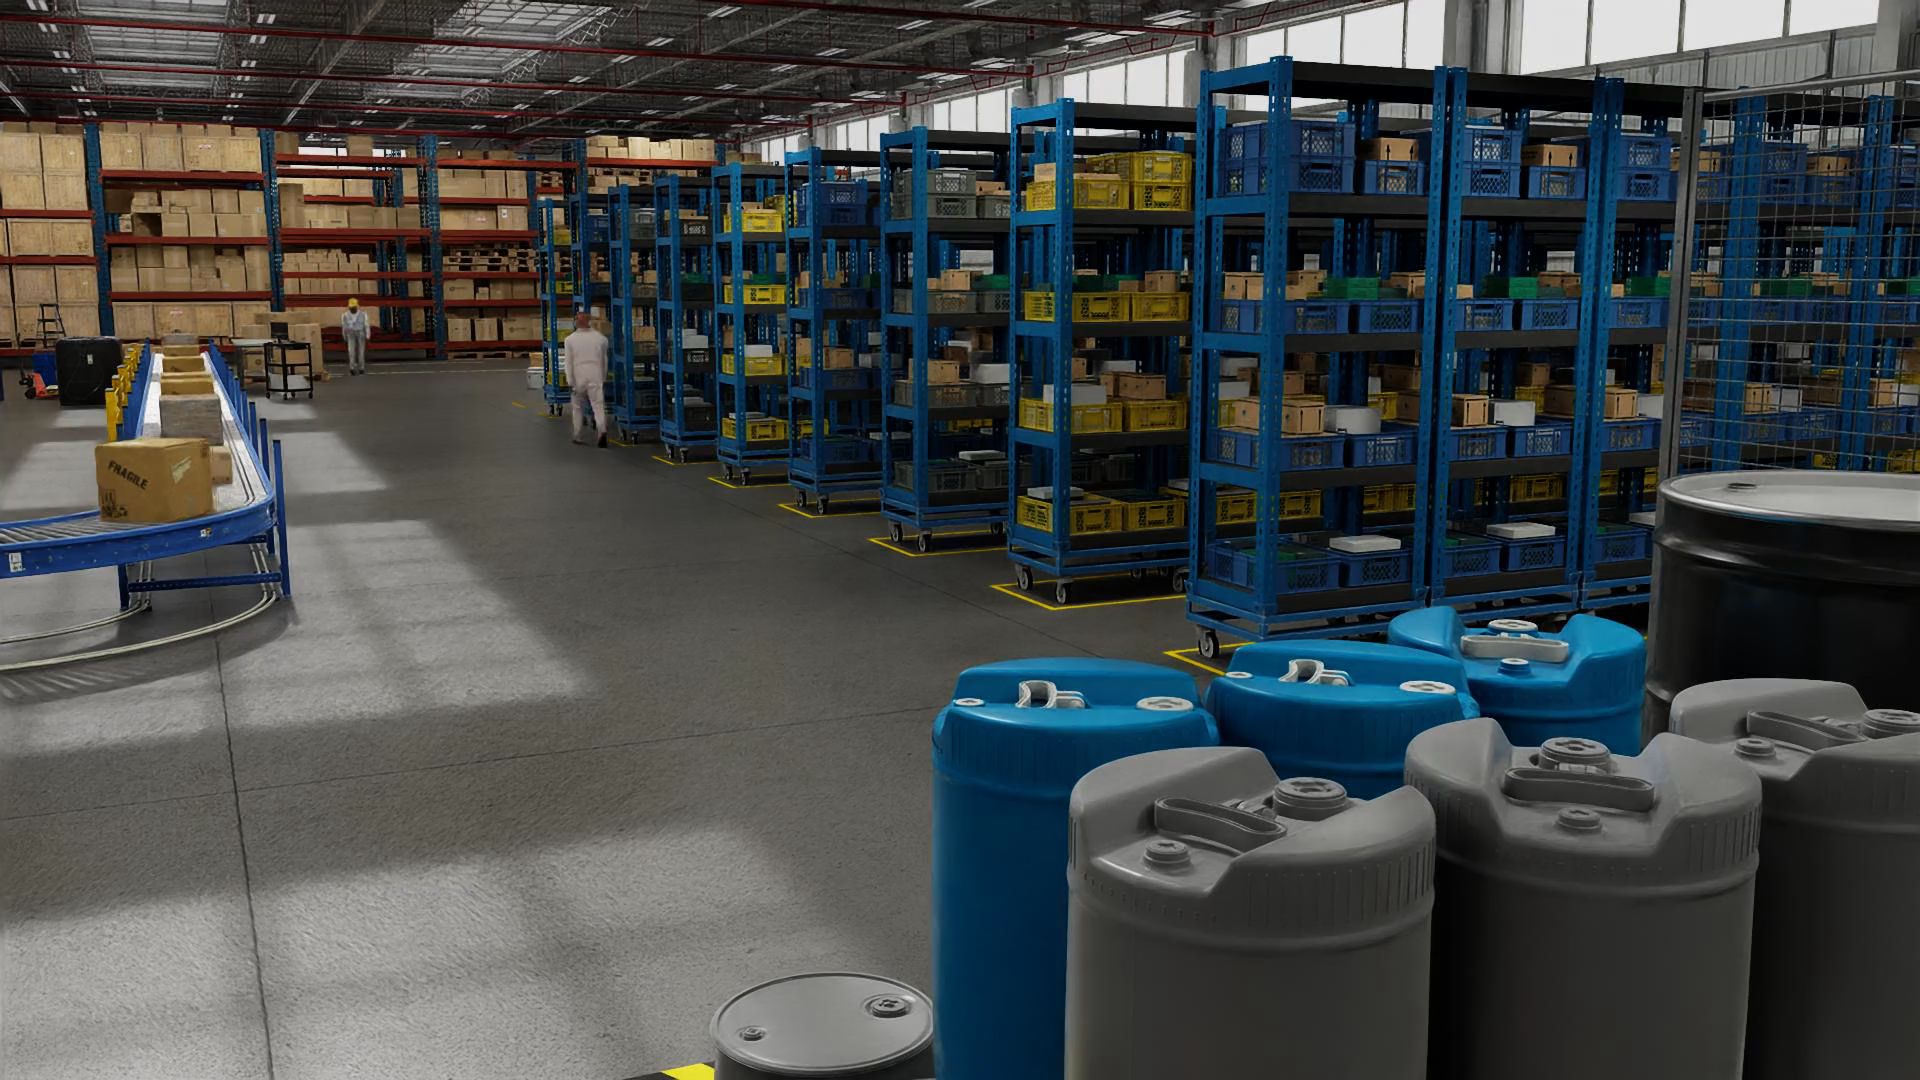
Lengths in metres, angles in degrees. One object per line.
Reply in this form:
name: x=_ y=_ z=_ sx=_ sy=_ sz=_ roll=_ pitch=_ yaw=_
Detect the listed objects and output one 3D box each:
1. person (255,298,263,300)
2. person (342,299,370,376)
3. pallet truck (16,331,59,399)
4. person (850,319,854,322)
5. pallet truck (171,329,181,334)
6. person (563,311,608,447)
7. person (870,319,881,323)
person: x=-19.326 y=-5.871 z=46.023 sx=0.388 sy=1.754 sz=0.530 roll=-2 pitch=9 yaw=-12
person: x=-14.117 y=-4.736 z=38.890 sx=0.604 sy=1.783 sz=0.949 roll=-3 pitch=10 yaw=-20
pallet truck: x=-17.082 y=-3.353 z=31.781 sx=1.630 sy=1.274 sz=0.653 roll=-4 pitch=10 yaw=-25
person: x=-3.277 y=-6.851 z=52.207 sx=0.498 sy=1.716 sz=0.424 roll=-7 pitch=11 yaw=-35
pallet truck: x=-17.275 y=-3.851 z=35.096 sx=1.601 sy=1.201 sz=0.680 roll=0 pitch=9 yaw=1
person: x=-5.134 y=-2.216 z=22.945 sx=0.627 sy=1.877 sz=0.921 roll=-4 pitch=10 yaw=-26
person: x=-1.595 y=-3.446 z=30.788 sx=0.595 sy=1.797 sz=0.936 roll=-8 pitch=12 yaw=-41
